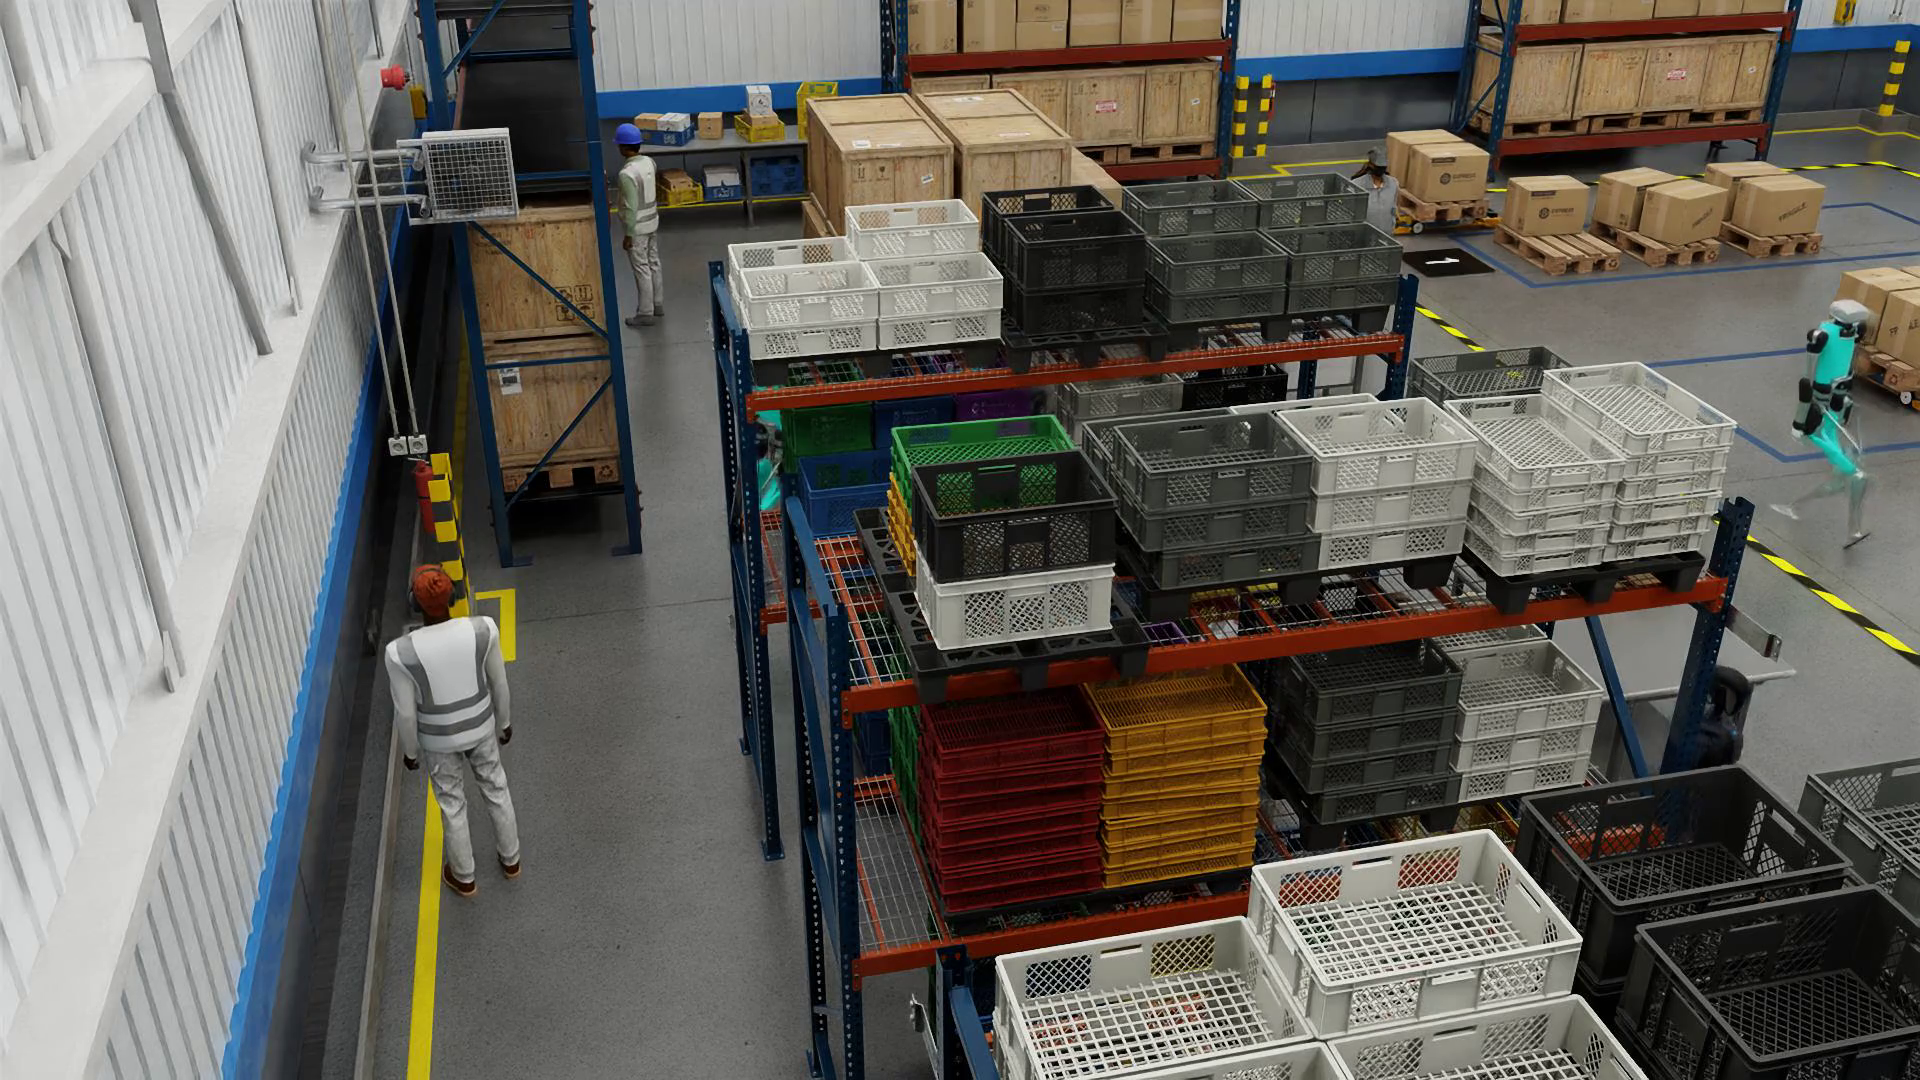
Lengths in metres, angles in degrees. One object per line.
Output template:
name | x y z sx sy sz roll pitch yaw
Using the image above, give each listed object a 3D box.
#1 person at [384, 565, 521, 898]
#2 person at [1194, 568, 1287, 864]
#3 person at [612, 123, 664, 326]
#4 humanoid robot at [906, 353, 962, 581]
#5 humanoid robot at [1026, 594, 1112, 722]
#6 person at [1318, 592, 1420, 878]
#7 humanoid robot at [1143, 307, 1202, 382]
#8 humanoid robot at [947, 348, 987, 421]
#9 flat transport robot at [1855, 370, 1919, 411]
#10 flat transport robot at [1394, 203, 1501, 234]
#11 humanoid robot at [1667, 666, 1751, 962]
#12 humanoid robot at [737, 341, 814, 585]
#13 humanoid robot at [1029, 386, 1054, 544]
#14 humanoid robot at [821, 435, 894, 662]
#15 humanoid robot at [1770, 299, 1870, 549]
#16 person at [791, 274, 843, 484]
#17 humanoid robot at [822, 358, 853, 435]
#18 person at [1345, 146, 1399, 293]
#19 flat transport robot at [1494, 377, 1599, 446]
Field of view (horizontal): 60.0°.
person | -2.559 0.981 8.456 0.573 1.881 0.357 -17 32 -28
person | 1.488 0.925 8.612 0.599 1.830 0.404 3 28 5
person | -3.088 -3.025 15.985 0.386 1.946 0.613 6 28 11
humanoid robot | -0.020 -0.348 11.151 0.731 1.812 0.552 16 32 27
humanoid robot | 0.549 0.826 8.903 0.626 1.772 0.832 5 28 9
person | 2.081 1.087 8.313 0.617 1.836 0.431 -5 28 -9
humanoid robot | 1.702 -1.468 13.323 0.604 1.650 0.377 -18 33 -31
humanoid robot | 0.119 -0.566 11.440 0.531 1.696 0.747 -12 30 -21
flat transport robot | 8.473 -1.467 14.800 0.652 0.197 1.431 -6 28 -12
flat transport robot | 5.422 -3.754 19.140 1.431 0.197 0.652 -6 28 -12
humanoid robot | 3.460 1.308 8.062 0.571 1.632 0.583 21 34 34
humanoid robot | -1.372 -0.397 11.347 0.528 1.870 0.793 20 34 33
humanoid robot | 0.562 -0.265 11.059 0.509 1.642 0.615 -21 34 -34
humanoid robot | -0.663 0.096 10.402 0.783 1.616 0.625 -14 31 -24
humanoid robot | 6.458 -0.788 11.994 0.534 1.772 0.974 -14 31 -24
person | -0.958 -0.937 11.923 0.606 2.044 0.389 22 35 36
humanoid robot | -0.751 -0.550 11.594 0.459 1.645 0.612 -10 30 -19
person | 3.902 -2.904 15.945 0.572 1.768 0.397 -8 29 -15
flat transport robot | 4.780 -1.036 14.013 0.659 0.231 1.431 -6 28 -12
